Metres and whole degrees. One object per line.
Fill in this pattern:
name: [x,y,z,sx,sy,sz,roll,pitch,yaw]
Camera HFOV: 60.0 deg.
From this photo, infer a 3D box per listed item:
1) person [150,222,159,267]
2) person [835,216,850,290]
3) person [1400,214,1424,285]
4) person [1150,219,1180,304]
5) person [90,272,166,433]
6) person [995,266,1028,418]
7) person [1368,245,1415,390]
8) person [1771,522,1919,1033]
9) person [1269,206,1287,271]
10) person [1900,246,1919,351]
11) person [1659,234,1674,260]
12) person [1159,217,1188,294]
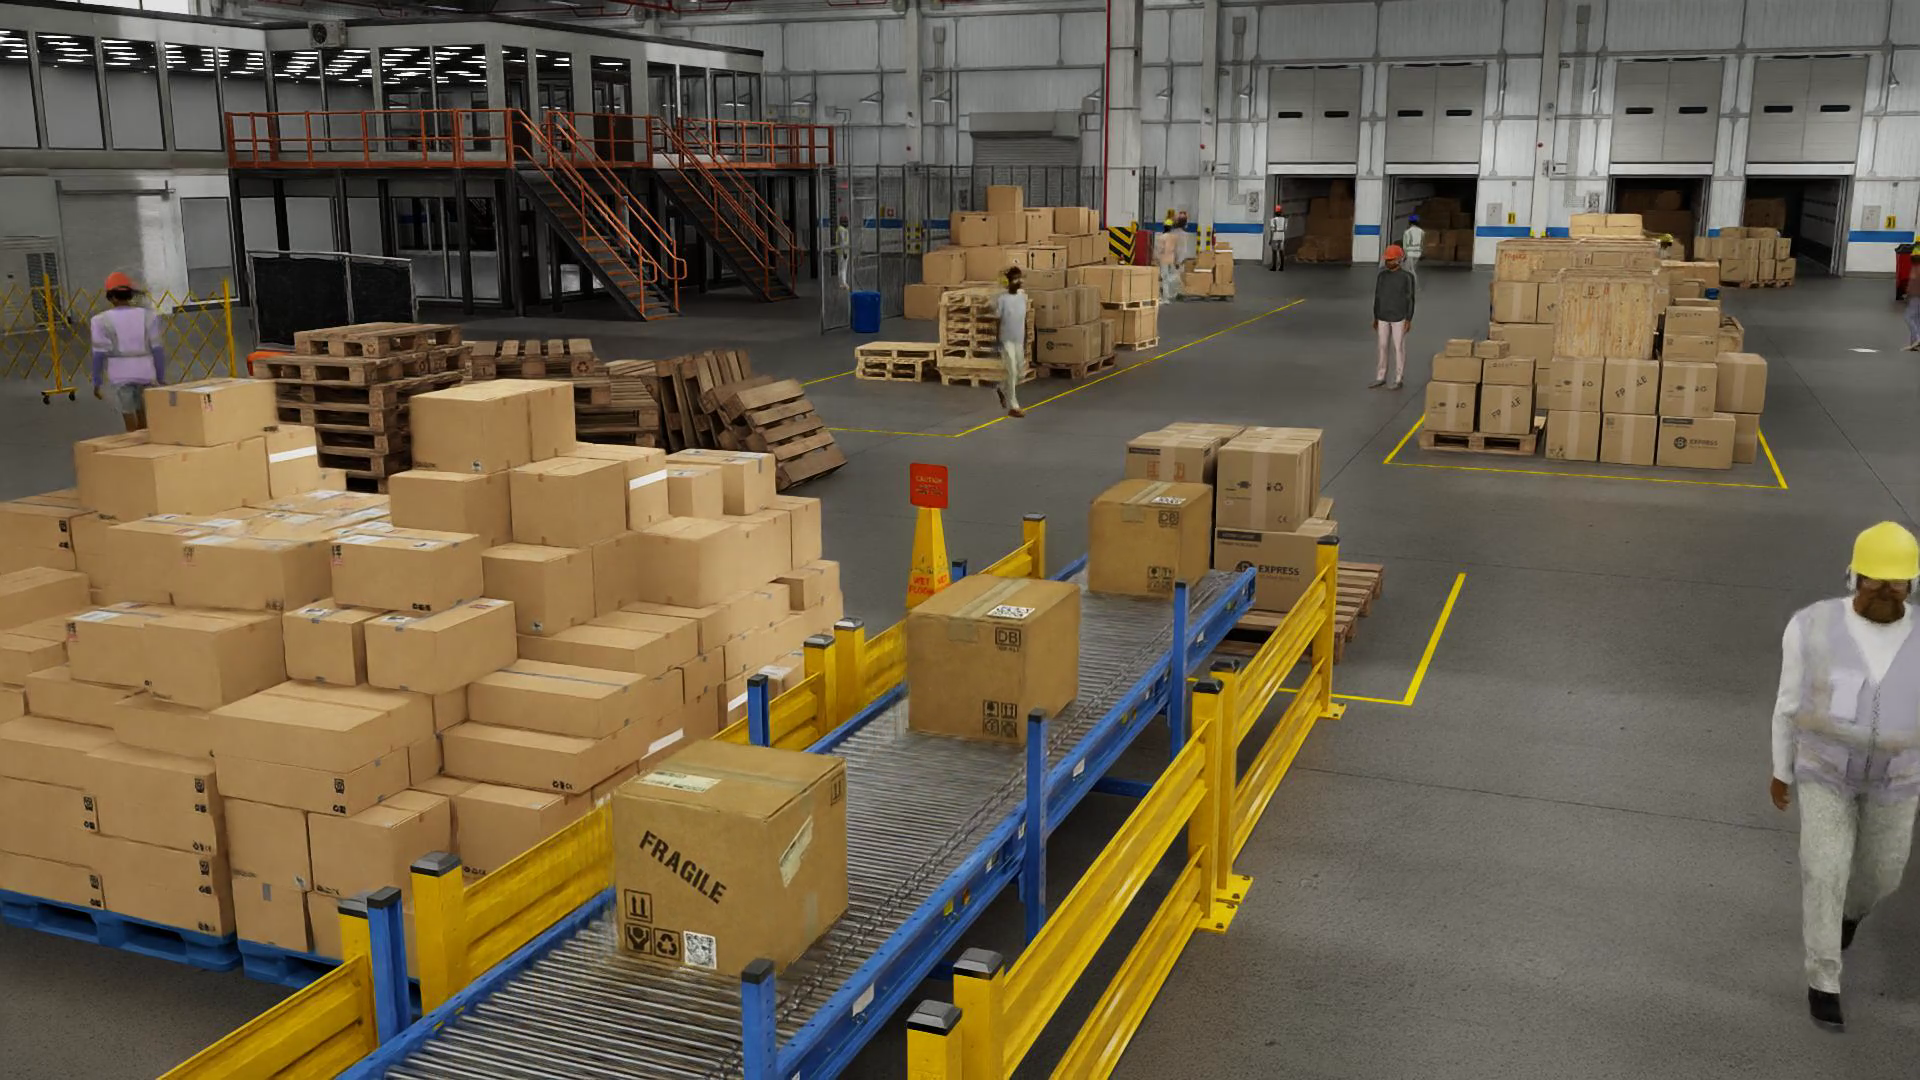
person: [-22.978,-8.461,47.316,0.408,1.909,0.638,-6,14,-24]
person: [-2.934,-7.263,42.113,0.429,1.845,0.621,-3,13,-12]
person: [11.096,-7.031,40.867,0.637,1.927,0.450,-6,14,-23]
person: [4.616,-6.282,37.577,0.693,1.894,0.587,-8,15,-33]
person: [-8.214,-1.611,16.350,0.637,2.018,0.824,-12,17,-44]
person: [0.607,-2.442,20.468,0.516,1.855,0.602,-9,15,-35]
person: [5.960,-3.065,22.941,0.392,1.990,0.614,-10,16,-39]
person: [3.248,0.801,6.013,0.599,1.812,0.710,5,13,19]
person: [9.505,-9.013,49.748,0.542,1.938,0.357,-3,13,-15]
person: [15.943,-4.021,27.779,0.406,1.751,0.548,2,13,7]
person: [14.795,-5.699,35.481,0.498,1.685,0.874,-10,16,-38]
person: [5.169,-6.756,39.724,0.887,1.906,0.639,-5,13,-20]
